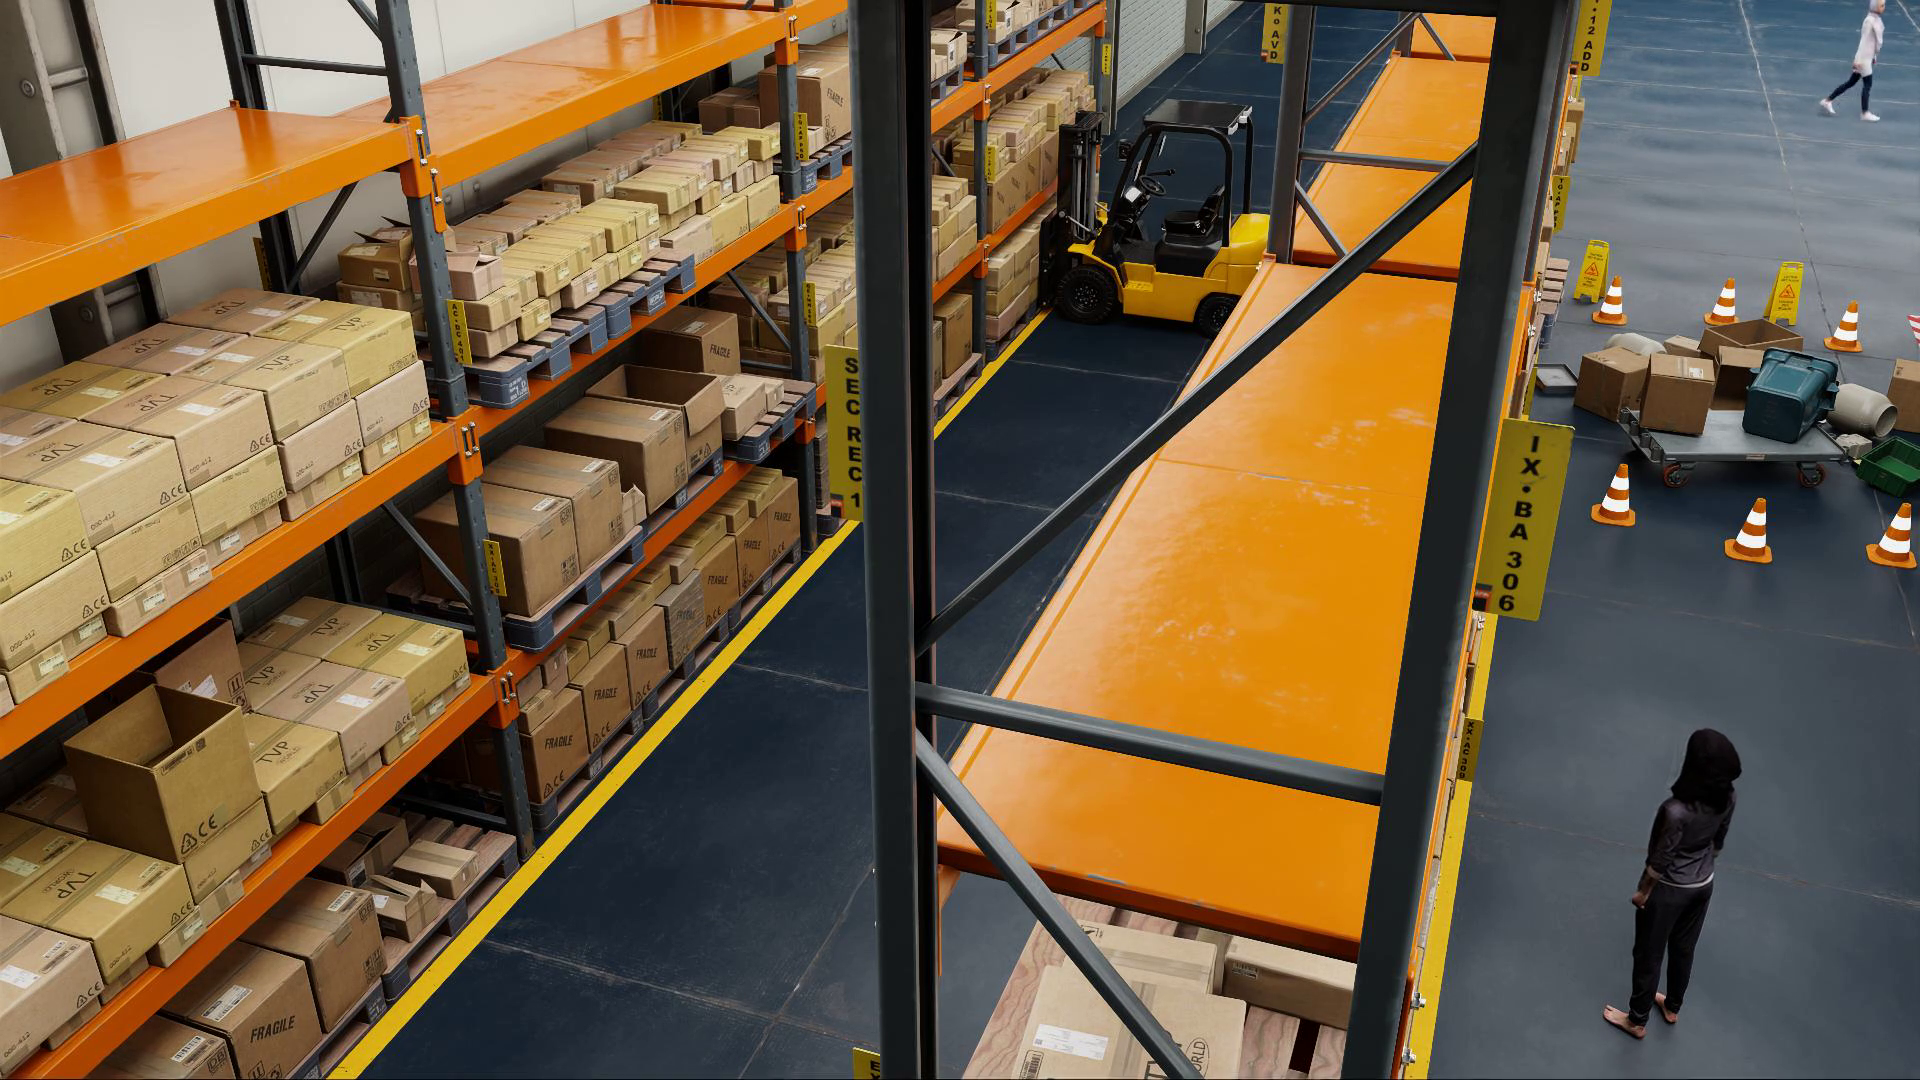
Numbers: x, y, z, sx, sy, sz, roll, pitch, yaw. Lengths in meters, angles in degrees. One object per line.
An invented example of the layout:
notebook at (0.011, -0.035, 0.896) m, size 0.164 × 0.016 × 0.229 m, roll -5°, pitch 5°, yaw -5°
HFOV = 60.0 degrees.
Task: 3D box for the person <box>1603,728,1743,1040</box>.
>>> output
person at (3.509, 1.685, 8.127) m, size 0.667 × 1.764 × 0.722 m, roll -11°, pitch 30°, yaw -21°

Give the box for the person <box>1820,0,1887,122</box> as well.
person at (13.352, -7.143, 24.727) m, size 0.991 × 1.742 × 1.151 m, roll 24°, pitch 36°, yaw 37°
